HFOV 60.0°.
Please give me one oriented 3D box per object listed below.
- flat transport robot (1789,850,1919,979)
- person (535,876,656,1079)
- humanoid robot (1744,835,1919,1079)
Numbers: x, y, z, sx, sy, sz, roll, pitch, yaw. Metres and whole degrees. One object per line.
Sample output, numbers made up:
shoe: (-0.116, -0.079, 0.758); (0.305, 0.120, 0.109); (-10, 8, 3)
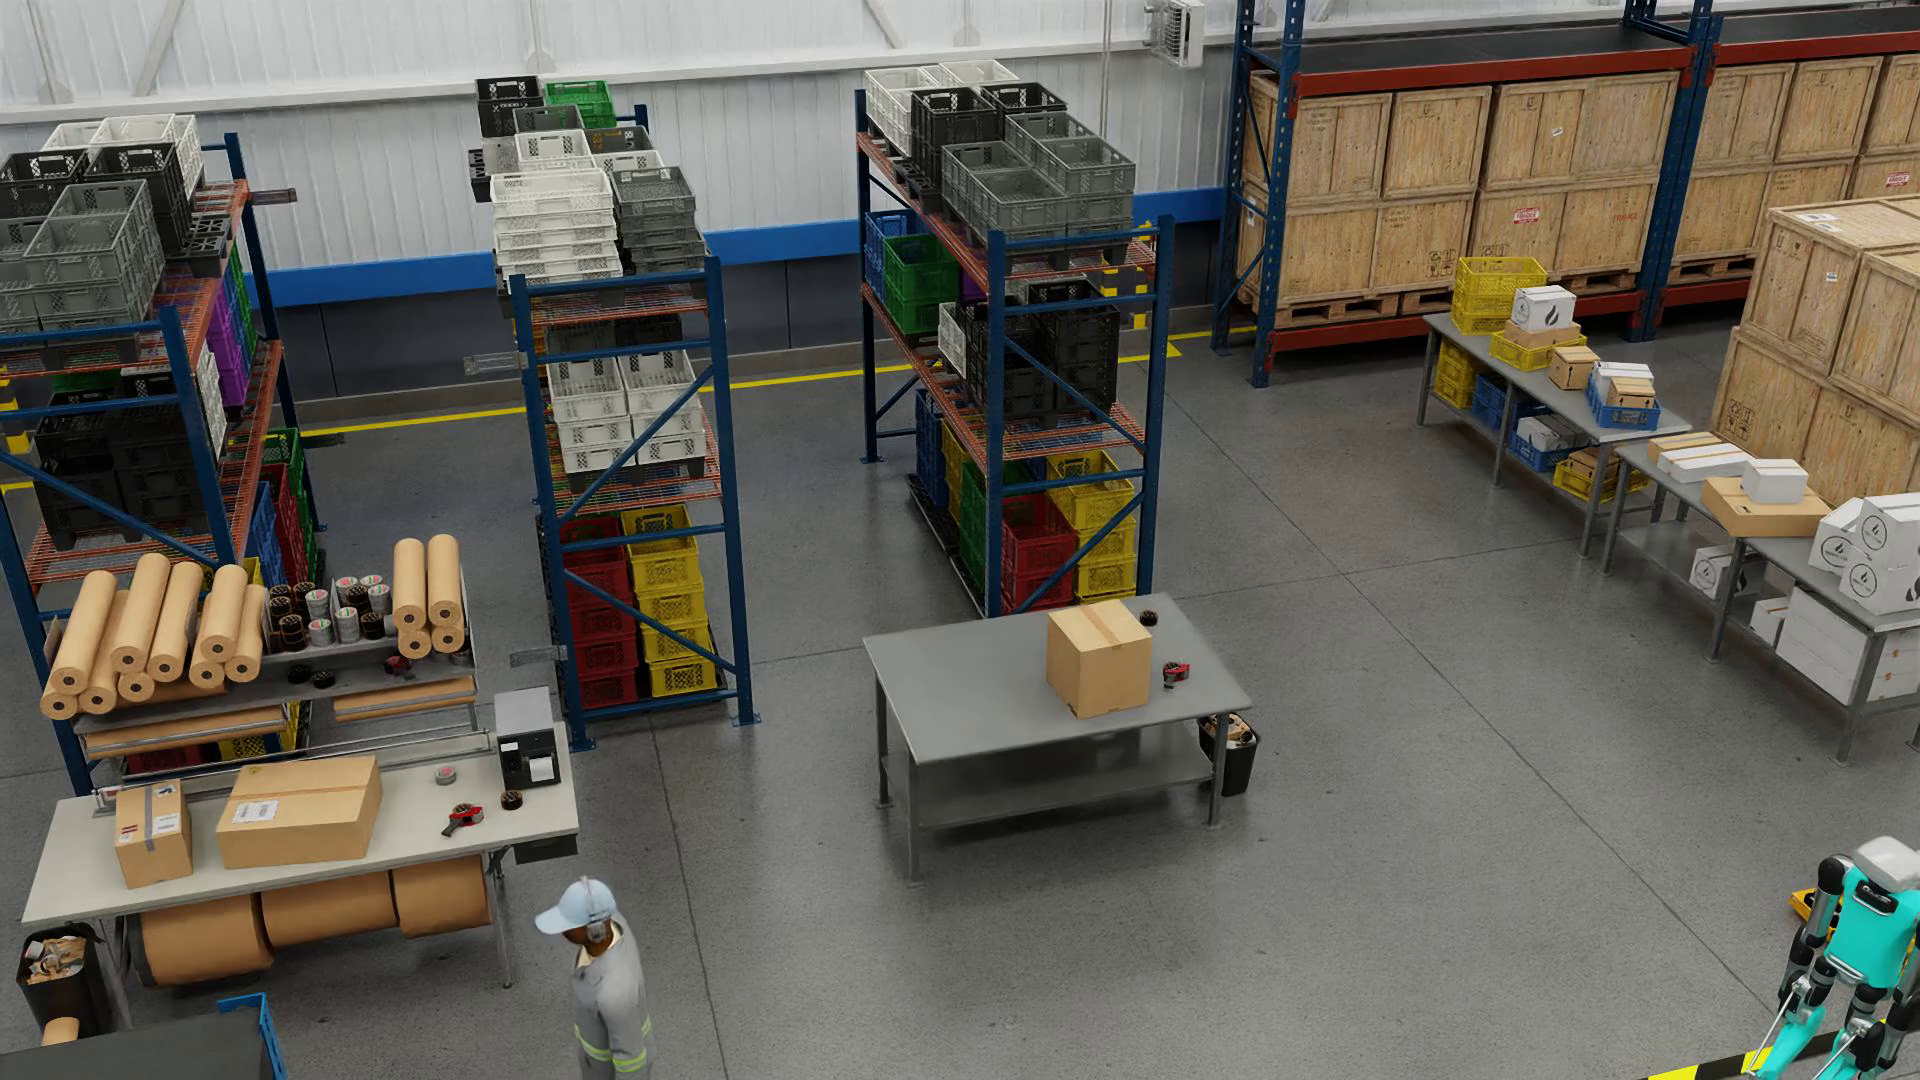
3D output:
flat transport robot: (5.163, 1.916, 8.676); (1.431, 0.231, 0.659); (-8, 30, -14)
person: (-1.421, 2.097, 6.702); (0.384, 1.850, 0.596); (-10, 30, -17)
humanoid robot: (3.498, 2.016, 6.829); (0.735, 1.677, 0.533); (-16, 33, -27)
